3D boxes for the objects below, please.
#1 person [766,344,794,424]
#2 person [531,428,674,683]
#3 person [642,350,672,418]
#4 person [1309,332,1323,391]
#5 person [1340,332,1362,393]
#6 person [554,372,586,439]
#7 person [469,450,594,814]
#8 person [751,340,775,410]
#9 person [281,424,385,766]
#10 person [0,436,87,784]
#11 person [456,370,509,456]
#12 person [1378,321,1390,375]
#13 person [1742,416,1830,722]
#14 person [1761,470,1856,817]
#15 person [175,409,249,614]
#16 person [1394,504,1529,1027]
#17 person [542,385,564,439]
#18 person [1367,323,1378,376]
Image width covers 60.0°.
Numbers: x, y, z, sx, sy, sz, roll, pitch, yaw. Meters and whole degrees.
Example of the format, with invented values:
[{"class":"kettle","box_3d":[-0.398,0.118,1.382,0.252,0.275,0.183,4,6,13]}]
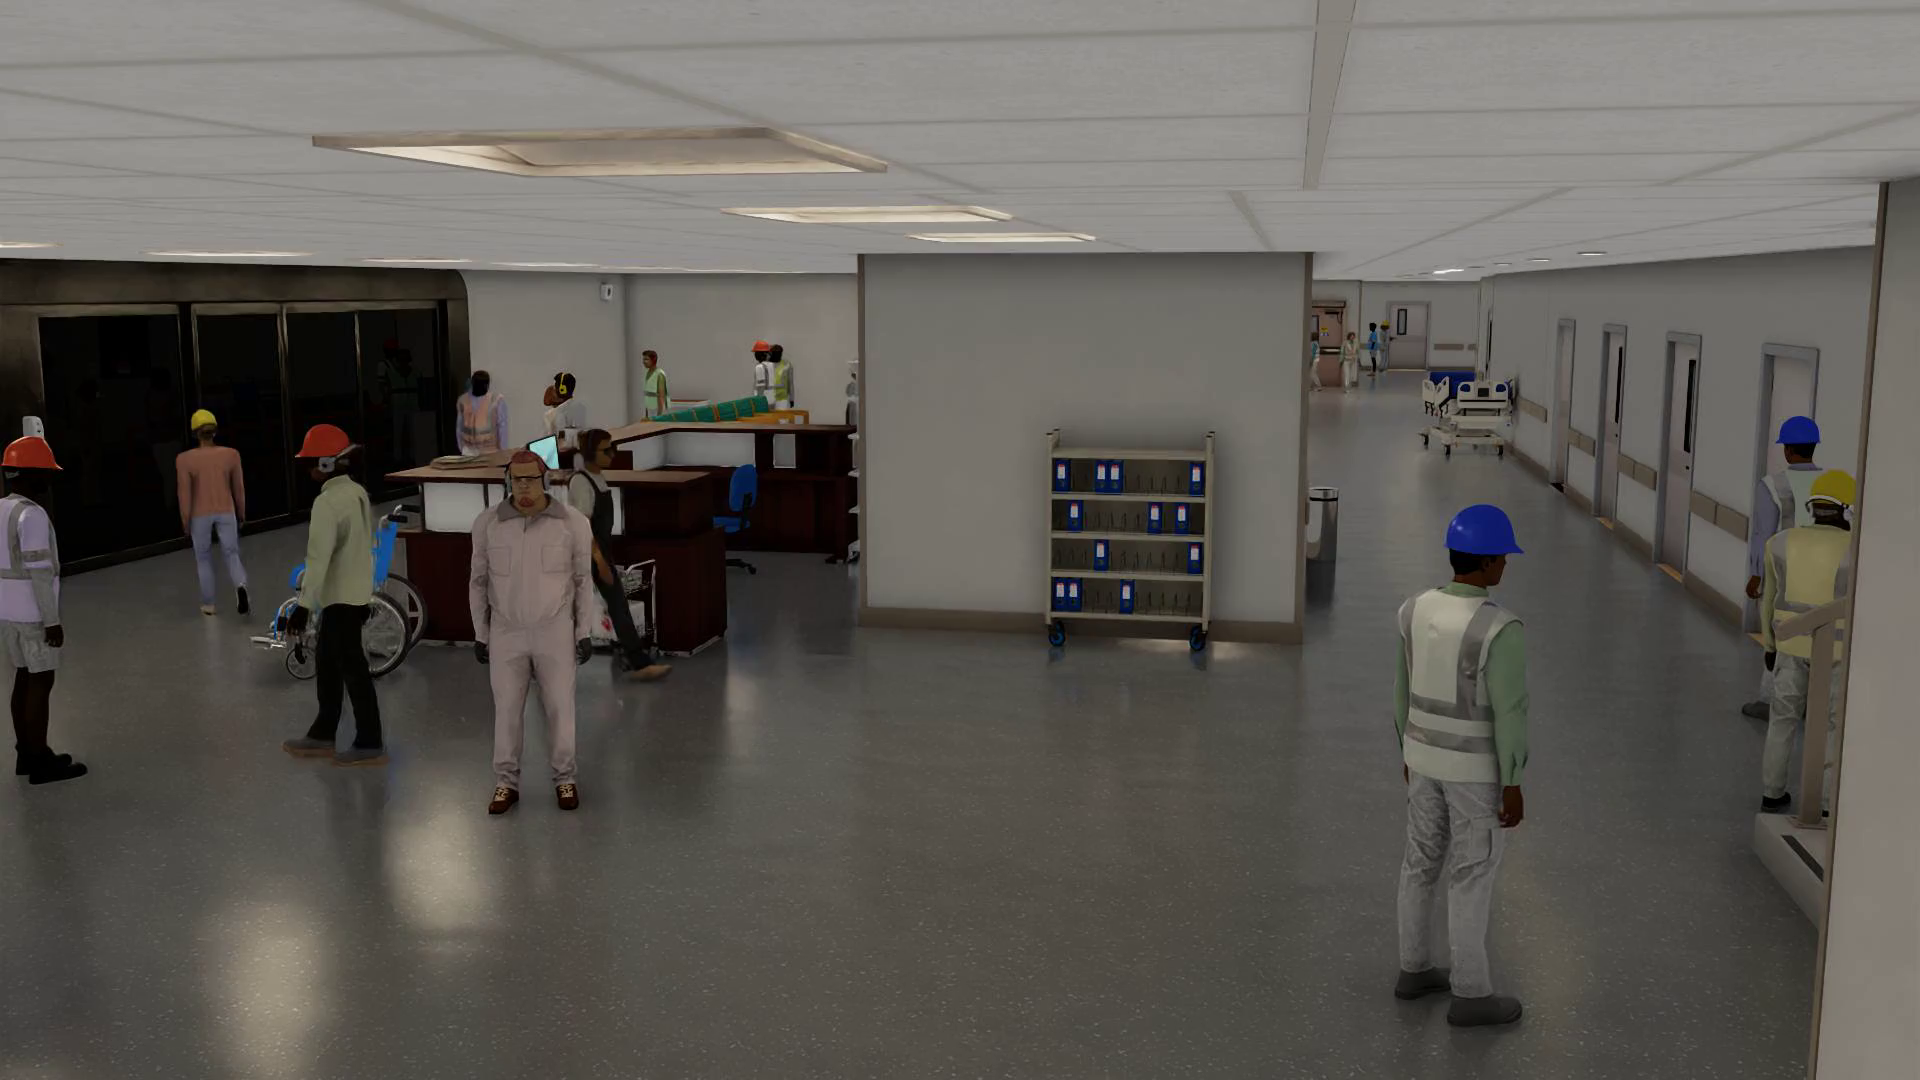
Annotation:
[{"class":"person","box_3d":[-3.145,-2.399,28.132,0.674,1.826,0.432,0,9,2]},{"class":"person","box_3d":[-2.535,0.125,11.500,1.014,1.796,0.513,2,9,10]},{"class":"person","box_3d":[-4.574,-1.940,25.059,0.399,1.836,0.559,-6,11,-36]},{"class":"person","box_3d":[9.533,-4.804,44.801,0.412,1.610,0.566,0,9,0]},{"class":"person","box_3d":[10.310,-4.684,43.919,0.538,1.614,0.541,-3,9,-20]},{"class":"person","box_3d":[-4.152,-0.860,17.791,0.331,1.862,0.506,3,9,20]},{"class":"person","box_3d":[-2.244,0.481,8.733,0.639,1.909,0.409,-1,9,-9]},{"class":"person","box_3d":[-3.134,-2.195,26.393,0.360,1.938,0.546,2,9,13]},{"class":"person","box_3d":[-3.645,0.330,9.507,0.638,1.983,0.639,-1,9,-5]},{"class":"person","box_3d":[-5.157,0.387,9.290,0.545,1.929,0.390,8,11,41]},{"class":"person","box_3d":[-5.630,-1.110,19.700,0.652,1.819,0.871,1,9,5]},{"class":"person","box_3d":[13.624,-6.175,53.454,0.354,1.737,0.514,4,10,26]},{"class":"person","box_3d":[5.278,0.190,10.533,0.605,1.946,0.399,-1,9,-9]},{"class":"person","box_3d":[4.437,0.548,8.584,0.405,1.823,0.590,-7,11,-40]},{"class":"person","box_3d":[-6.215,-0.214,13.870,0.531,1.753,0.648,-6,11,-36]},{"class":"person","box_3d":[1.892,0.833,6.260,0.405,1.946,0.610,-4,10,-26]},{"class":"person","box_3d":[-4.679,-0.986,19.371,0.283,1.633,0.501,4,10,26]},{"class":"person","box_3d":[13.092,-6.044,52.737,0.320,1.693,0.531,3,9,17]}]
